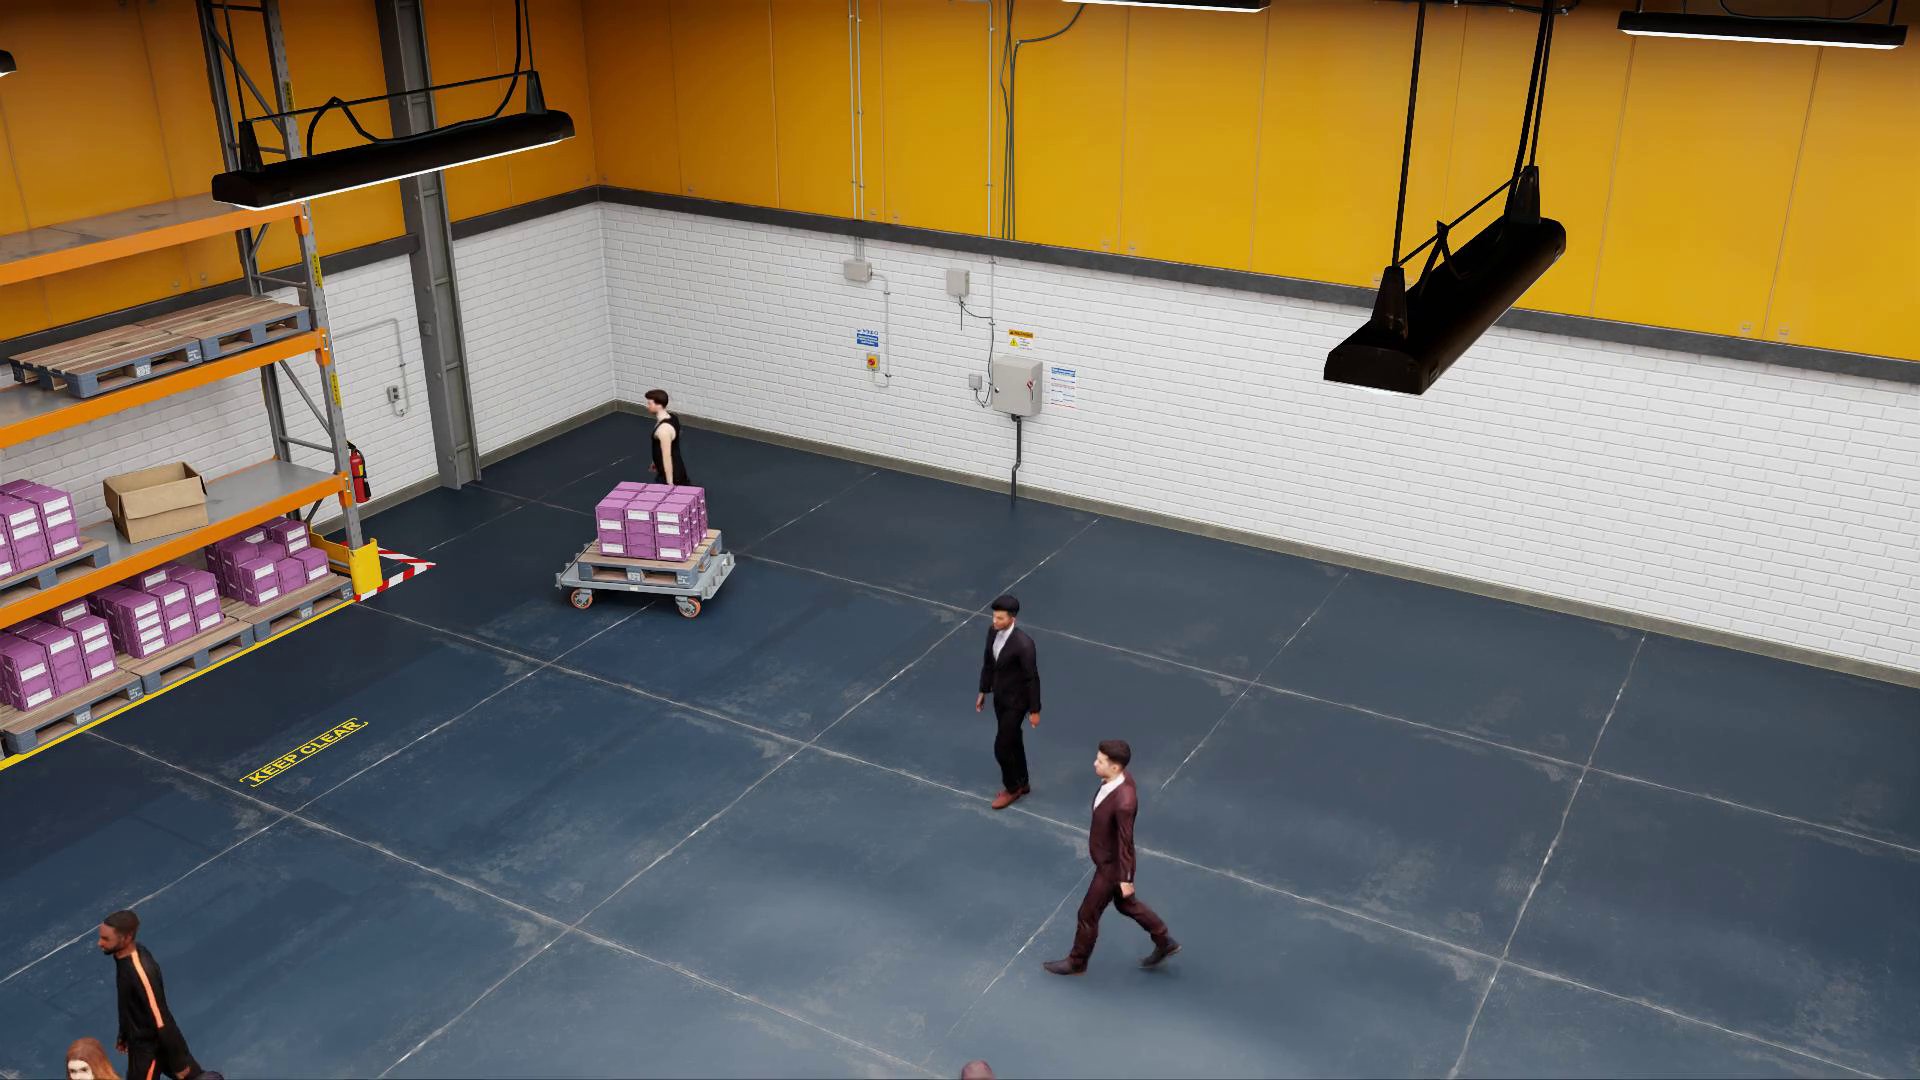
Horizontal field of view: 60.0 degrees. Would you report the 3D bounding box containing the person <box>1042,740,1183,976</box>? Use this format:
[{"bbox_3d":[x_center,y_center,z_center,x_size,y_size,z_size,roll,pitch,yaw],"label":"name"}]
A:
[{"bbox_3d":[1.131,2.169,11.273,1.142,1.848,1.253,1,24,2],"label":"person"}]

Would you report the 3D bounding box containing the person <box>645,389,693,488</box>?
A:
[{"bbox_3d":[-3.034,-0.715,17.884,1.083,1.837,1.228,2,24,5],"label":"person"}]

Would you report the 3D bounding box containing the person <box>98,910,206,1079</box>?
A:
[{"bbox_3d":[-4.612,2.902,9.704,1.270,1.761,0.972,-16,28,-33],"label":"person"}]

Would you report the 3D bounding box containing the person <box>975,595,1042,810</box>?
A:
[{"bbox_3d":[0.498,1.251,13.359,0.871,1.859,0.846,-11,26,-24],"label":"person"}]
